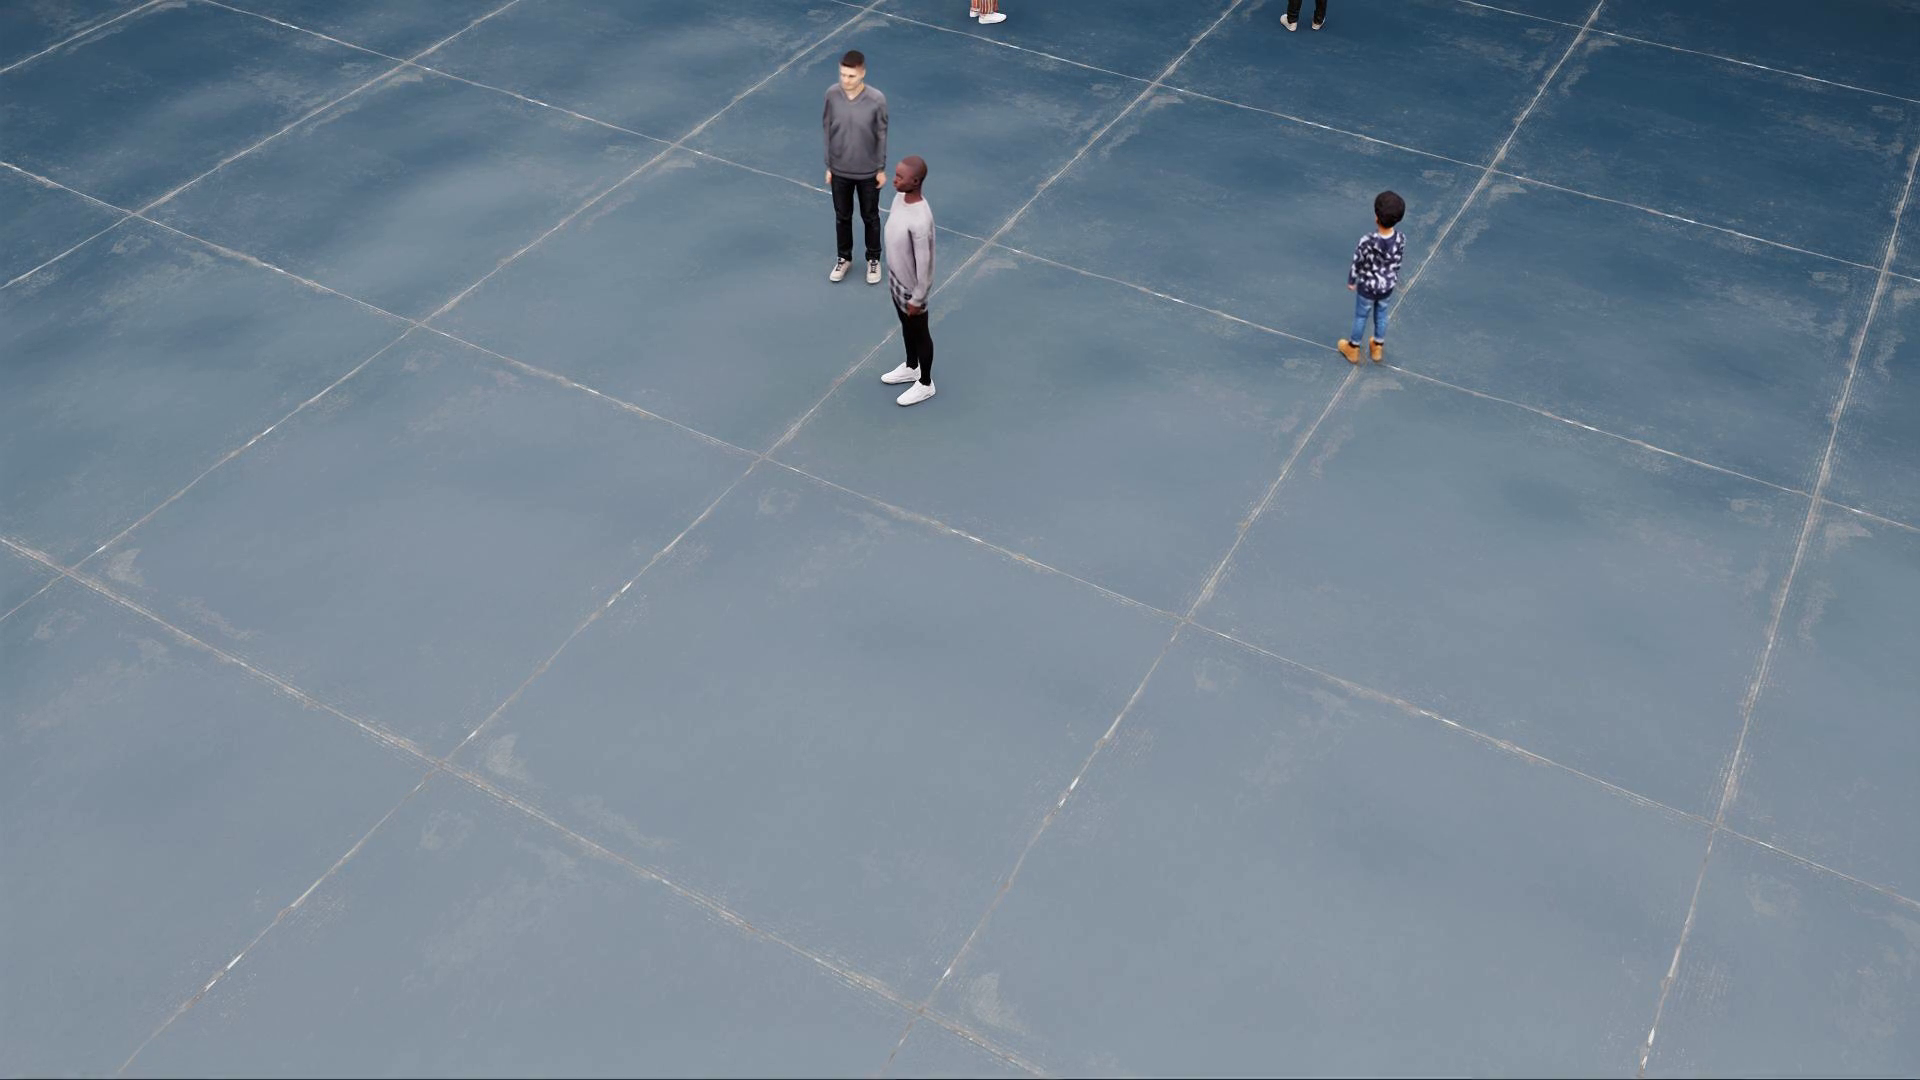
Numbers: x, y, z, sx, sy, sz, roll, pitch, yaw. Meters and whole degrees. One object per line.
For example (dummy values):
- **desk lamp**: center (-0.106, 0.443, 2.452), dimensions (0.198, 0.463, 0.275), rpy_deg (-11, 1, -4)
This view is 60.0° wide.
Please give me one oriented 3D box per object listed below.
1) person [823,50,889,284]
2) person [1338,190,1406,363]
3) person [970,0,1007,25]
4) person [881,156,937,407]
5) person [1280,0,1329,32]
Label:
- **person**: center (-0.745, -2.662, 11.844), dimensions (0.689, 1.766, 0.665), rpy_deg (6, 43, 6)
- **person**: center (2.818, -1.773, 11.252), dimensions (0.569, 1.246, 0.612), rpy_deg (-5, 43, -6)
- **person**: center (0.237, -5.512, 15.136), dimensions (0.666, 1.561, 0.638), rpy_deg (-18, 45, -19)
- **person**: center (-0.305, -1.689, 10.769), dimensions (0.729, 1.772, 0.697), rpy_deg (-16, 45, -17)
- **person**: center (3.180, -5.449, 14.920), dimensions (0.718, 1.756, 0.713), rpy_deg (1, 42, 1)
